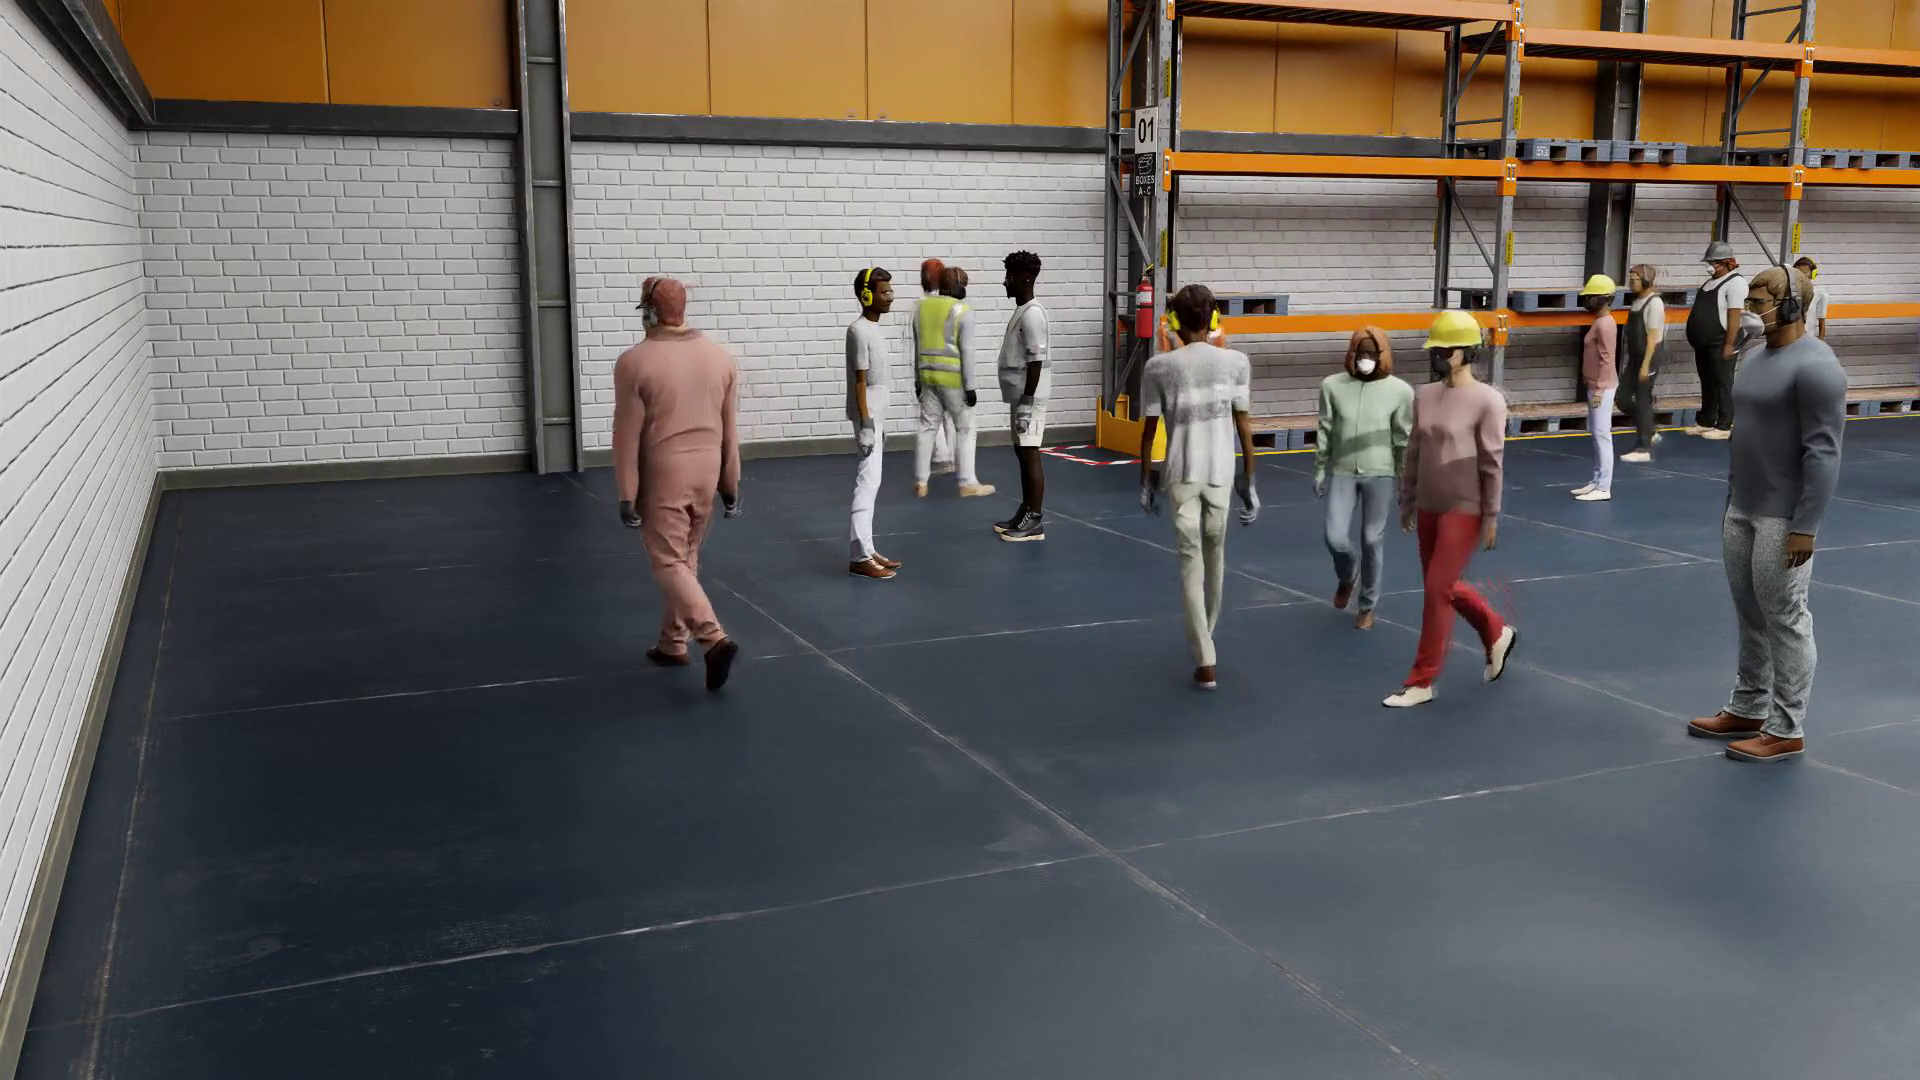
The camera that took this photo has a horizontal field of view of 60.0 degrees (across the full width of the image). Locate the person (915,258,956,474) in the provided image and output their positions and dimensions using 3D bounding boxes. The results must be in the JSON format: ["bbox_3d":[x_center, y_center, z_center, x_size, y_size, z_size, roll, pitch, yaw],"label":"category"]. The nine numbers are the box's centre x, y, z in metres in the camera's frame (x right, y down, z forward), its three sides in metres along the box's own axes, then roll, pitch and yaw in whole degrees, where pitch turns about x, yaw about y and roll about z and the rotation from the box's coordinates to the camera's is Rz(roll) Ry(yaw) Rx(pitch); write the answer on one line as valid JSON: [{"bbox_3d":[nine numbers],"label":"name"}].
[{"bbox_3d":[-0.202,-1.514,14.553,0.364,1.889,0.586,7,12,33],"label":"person"}]

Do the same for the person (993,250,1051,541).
[{"bbox_3d":[0.432,-0.978,11.318,0.367,1.966,0.606,-1,10,-5],"label":"person"}]

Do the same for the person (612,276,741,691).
[{"bbox_3d":[-1.274,-0.268,7.646,0.645,1.879,0.880,-10,14,-44],"label":"person"}]

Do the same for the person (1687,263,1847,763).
[{"bbox_3d":[3.175,-0.101,6.506,0.354,1.937,0.635,0,10,-1],"label":"person"}]

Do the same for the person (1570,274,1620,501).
[{"bbox_3d":[4.982,-1.185,13.029,0.331,1.768,0.527,3,11,18],"label":"person"}]

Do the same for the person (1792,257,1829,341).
[{"bbox_3d":[8.489,-1.931,16.888,0.328,1.874,0.512,-10,14,-43],"label":"person"}]

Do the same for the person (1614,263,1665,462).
[{"bbox_3d":[6.265,-1.621,15.307,0.405,1.831,0.512,-1,10,-5],"label":"person"}]

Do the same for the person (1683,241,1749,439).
[{"bbox_3d":[7.778,-2.069,17.189,0.535,2.000,0.678,-1,10,-4],"label":"person"}]

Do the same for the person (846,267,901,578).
[{"bbox_3d":[-0.528,-0.712,10.102,0.313,1.869,0.538,1,10,5],"label":"person"}]

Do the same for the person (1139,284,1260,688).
[{"bbox_3d":[1.108,-0.276,7.810,0.532,1.818,0.960,0,10,-2],"label":"person"}]

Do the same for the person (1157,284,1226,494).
[{"bbox_3d":[1.814,-1.170,13.217,0.596,1.692,0.312,1,10,6],"label":"person"}]

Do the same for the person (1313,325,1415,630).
[{"bbox_3d":[2.105,-0.327,8.689,0.515,1.603,0.449,4,11,23],"label":"person"}]

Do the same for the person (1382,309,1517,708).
[{"bbox_3d":[2.208,-0.151,7.346,0.791,1.738,0.533,-5,11,-26],"label":"person"}]

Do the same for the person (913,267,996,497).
[{"bbox_3d":[-0.111,-1.237,13.203,0.660,1.824,0.464,9,14,41],"label":"person"}]
